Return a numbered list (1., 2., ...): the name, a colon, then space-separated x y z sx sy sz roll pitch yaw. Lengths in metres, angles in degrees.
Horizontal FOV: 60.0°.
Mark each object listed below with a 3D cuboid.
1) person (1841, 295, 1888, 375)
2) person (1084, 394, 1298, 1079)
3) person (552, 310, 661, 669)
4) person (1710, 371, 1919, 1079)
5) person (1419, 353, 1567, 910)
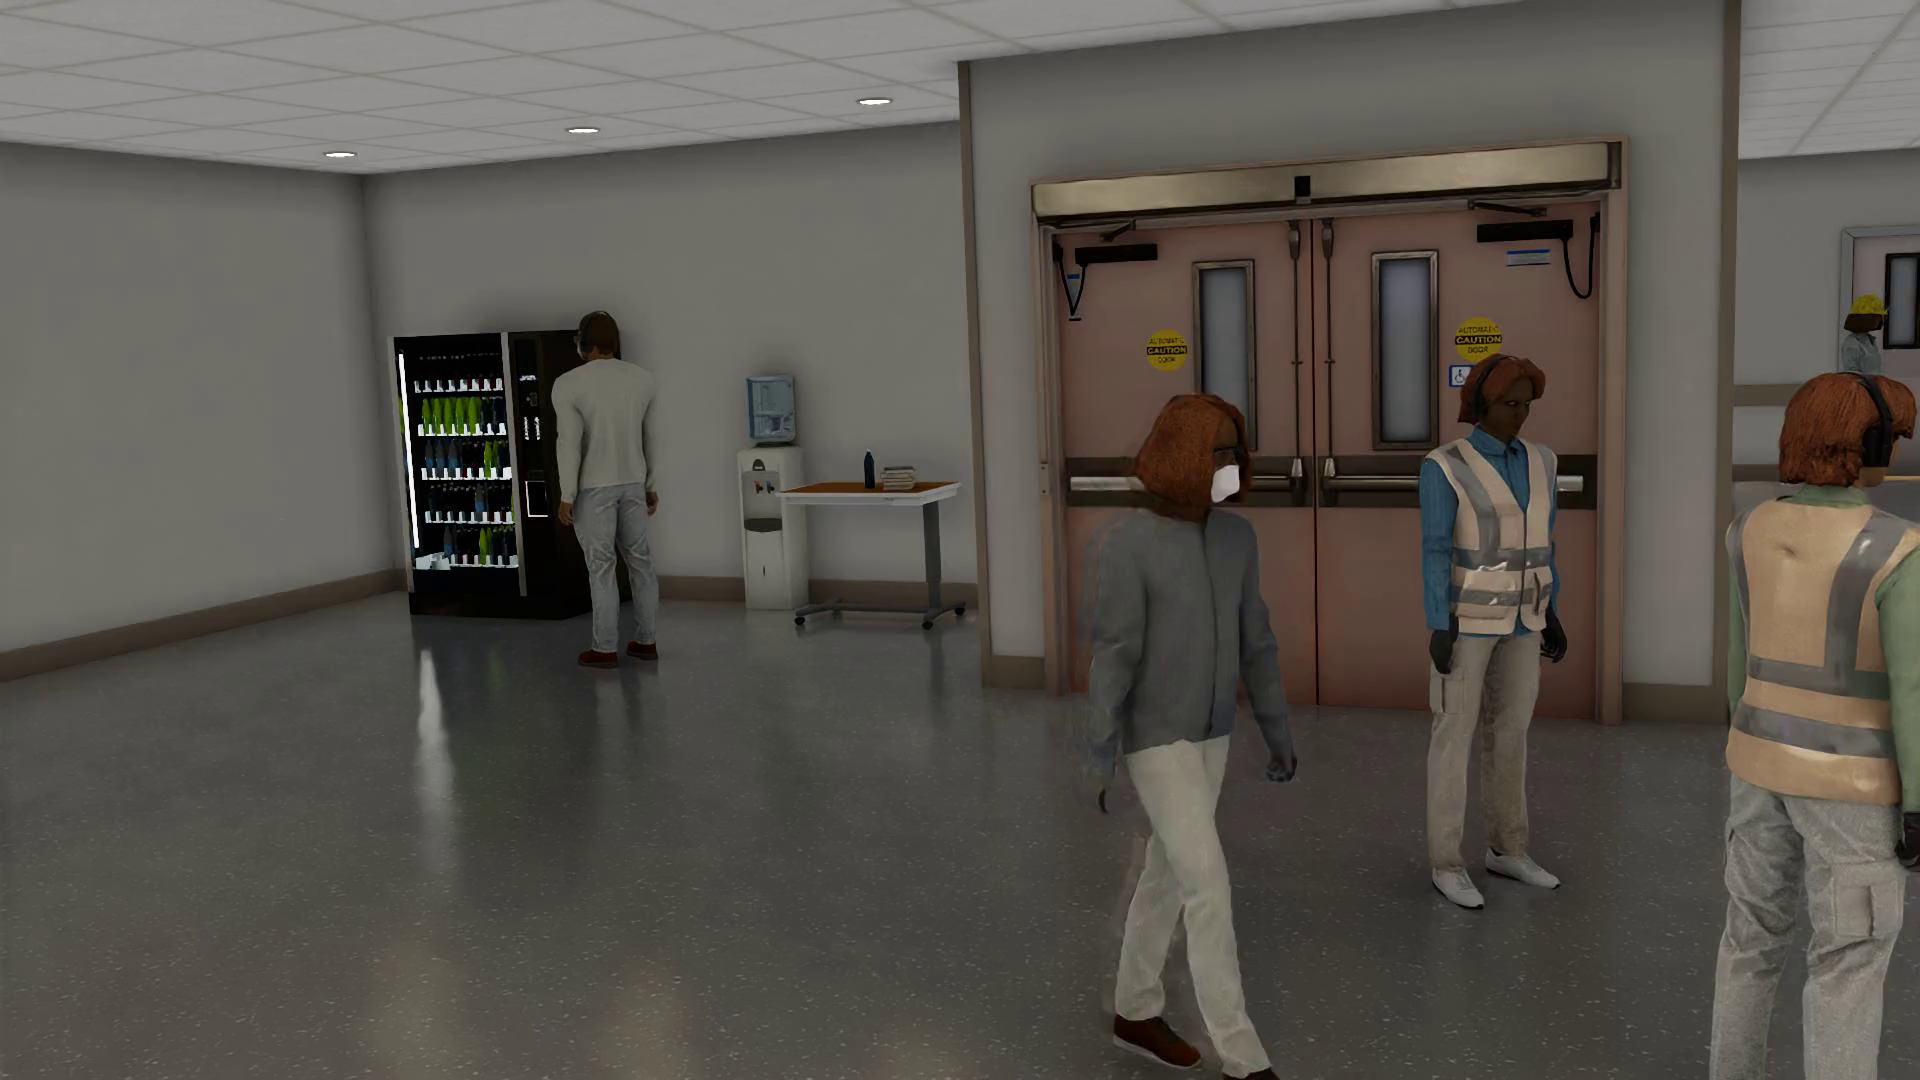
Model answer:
1. person: 6.973 -1.022 12.864 0.336 1.733 0.480 5 10 45
2. person: 0.590 0.475 3.766 0.530 1.597 0.752 -9 10 -44
3. person: -1.908 -0.272 9.053 0.633 1.940 0.368 -9 10 -43
4. person: 1.706 0.486 3.292 0.318 1.630 0.514 -5 8 -17
5. person: 1.599 0.263 4.996 0.514 1.640 0.310 -6 8 -26
